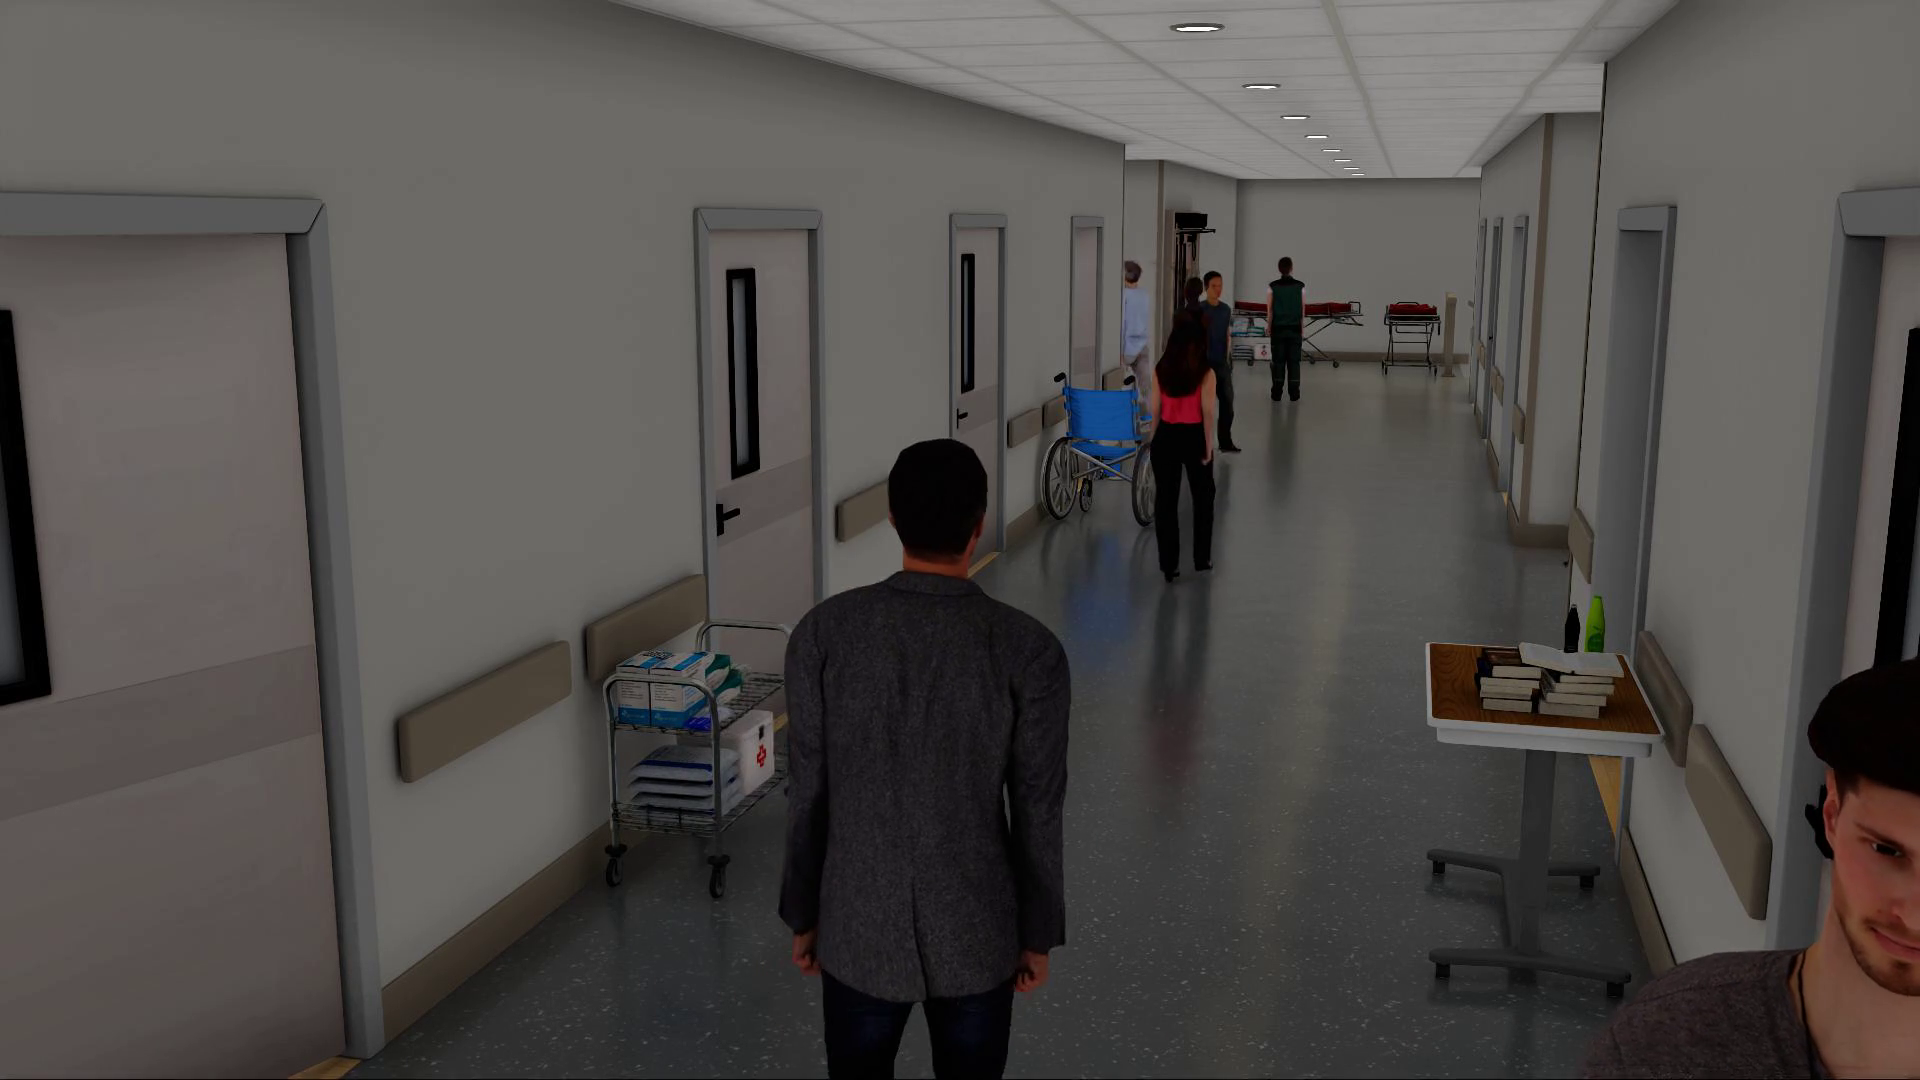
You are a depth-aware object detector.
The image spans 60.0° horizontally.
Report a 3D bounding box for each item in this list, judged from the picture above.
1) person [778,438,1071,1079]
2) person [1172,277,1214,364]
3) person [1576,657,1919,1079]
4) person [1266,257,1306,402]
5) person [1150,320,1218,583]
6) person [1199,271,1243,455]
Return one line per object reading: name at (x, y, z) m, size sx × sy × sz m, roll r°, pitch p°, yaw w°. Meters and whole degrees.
person at (-0.081, 0.755, 3.065) m, size 0.795 × 1.855 × 0.939 m, roll 1°, pitch 11°, yaw 4°
person at (2.212, -1.588, 15.706) m, size 0.867 × 1.746 × 0.993 m, roll -4°, pitch 12°, yaw -22°
person at (0.786, 1.017, 1.561) m, size 0.717 × 1.902 × 0.612 m, roll 2°, pitch 11°, yaw 8°
person at (4.203, -2.724, 21.427) m, size 0.647 × 1.841 × 0.598 m, roll 2°, pitch 11°, yaw 9°
person at (1.378, -0.548, 10.490) m, size 0.584 × 1.647 × 0.660 m, roll 3°, pitch 11°, yaw 16°
person at (2.378, -1.721, 16.307) m, size 0.903 × 1.784 × 0.966 m, roll -6°, pitch 12°, yaw -29°
